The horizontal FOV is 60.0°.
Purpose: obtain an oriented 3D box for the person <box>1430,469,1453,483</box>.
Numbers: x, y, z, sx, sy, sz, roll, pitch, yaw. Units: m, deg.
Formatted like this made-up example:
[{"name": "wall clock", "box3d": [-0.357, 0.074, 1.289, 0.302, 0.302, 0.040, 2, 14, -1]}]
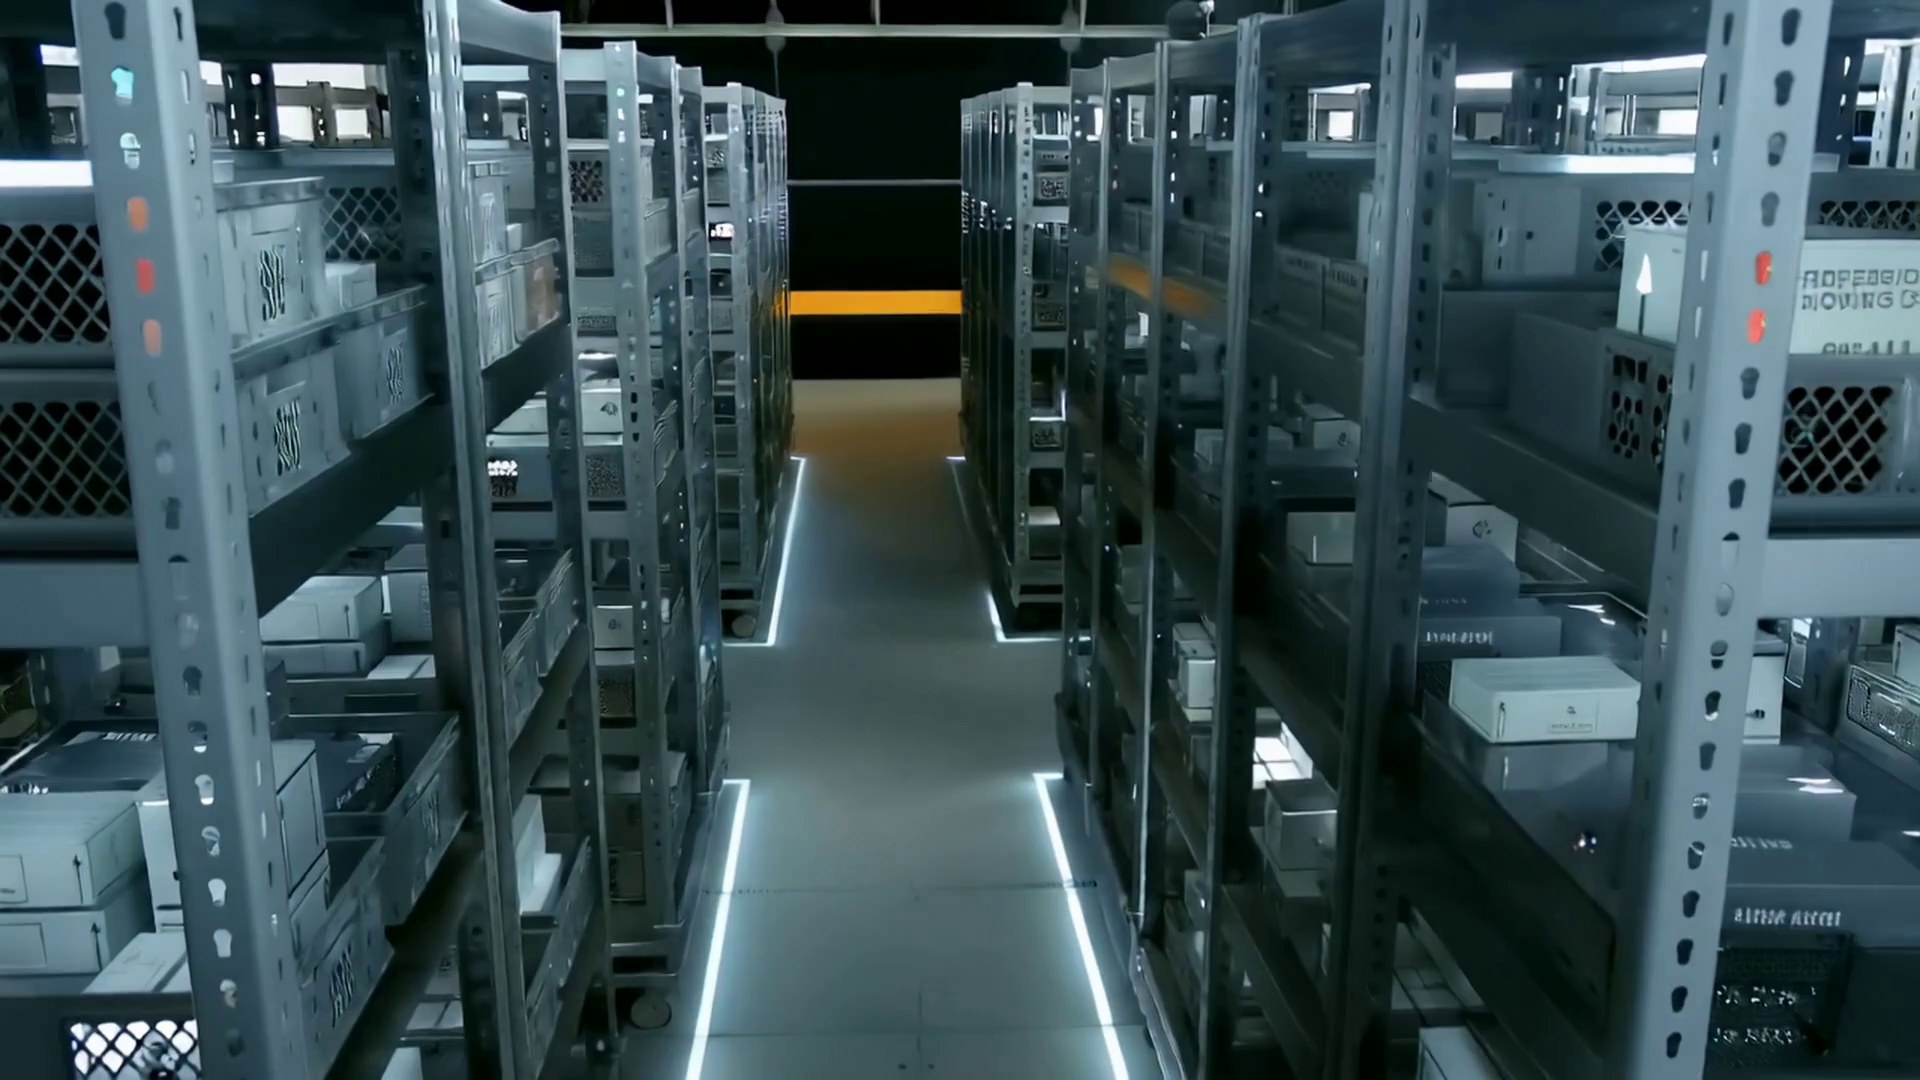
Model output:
[{"name": "person", "box3d": [3.201, -0.176, 10.716, 0.556, 1.810, 0.618, -3, 14, -12]}]
